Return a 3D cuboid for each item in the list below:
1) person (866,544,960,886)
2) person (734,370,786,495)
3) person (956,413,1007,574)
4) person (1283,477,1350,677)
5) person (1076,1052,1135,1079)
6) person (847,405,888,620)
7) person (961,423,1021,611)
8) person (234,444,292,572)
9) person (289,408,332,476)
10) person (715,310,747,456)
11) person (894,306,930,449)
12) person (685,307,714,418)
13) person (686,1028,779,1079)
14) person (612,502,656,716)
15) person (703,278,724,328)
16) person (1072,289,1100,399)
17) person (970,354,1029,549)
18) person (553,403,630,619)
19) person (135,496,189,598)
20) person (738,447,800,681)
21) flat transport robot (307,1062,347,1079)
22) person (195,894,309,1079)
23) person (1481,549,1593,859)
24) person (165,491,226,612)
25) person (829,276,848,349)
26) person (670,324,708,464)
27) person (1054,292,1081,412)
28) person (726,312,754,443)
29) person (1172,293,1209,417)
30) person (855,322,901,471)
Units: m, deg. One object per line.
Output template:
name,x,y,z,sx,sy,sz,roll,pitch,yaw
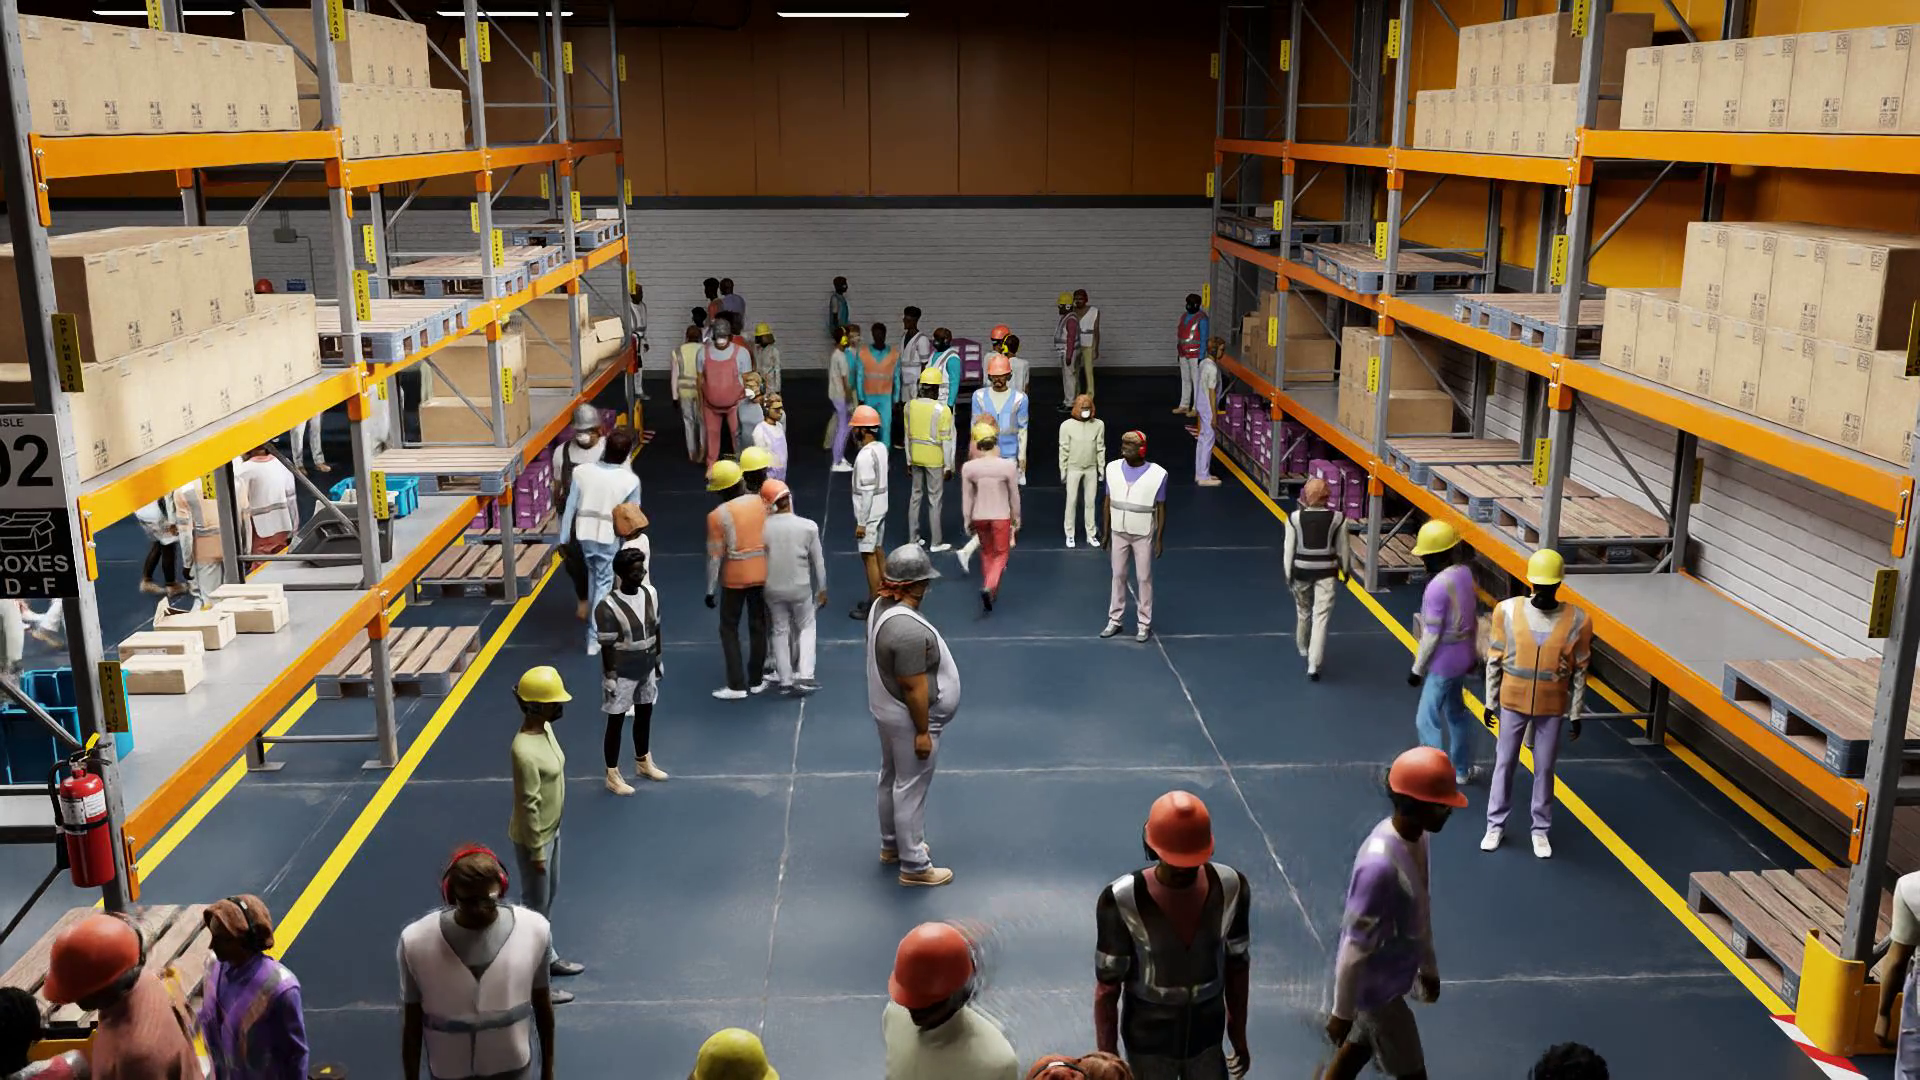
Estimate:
person,-0.266,1.004,9.778,0.537,2.000,0.682,-5,15,-20
person,-2.042,-0.760,16.906,0.630,1.940,0.373,10,17,33
person,0.214,-0.438,16.265,0.564,1.615,0.506,-8,16,-29
person,2.884,0.284,13.487,0.521,1.597,0.848,4,15,17
person,0.459,2.368,5.248,0.282,1.627,0.502,11,18,37
person,-0.832,-0.246,14.888,0.361,1.935,0.553,3,15,13
person,0.276,-0.202,15.146,0.540,1.730,0.695,4,15,15
person,-5.905,-0.050,14.186,0.409,1.909,0.591,7,16,27
person,-8.239,-1.741,20.967,0.429,1.837,0.621,11,18,38
person,-3.013,-2.068,22.019,0.474,1.945,0.629,8,16,27
person,-0.644,-2.170,22.385,0.367,1.966,0.607,-9,17,-33
person,-3.834,-2.612,24.658,0.535,1.697,0.322,5,15,20
person,-0.703,2.320,5.221,0.320,1.737,0.485,4,15,16
person,-2.454,0.513,12.521,0.289,1.632,0.497,1,14,3
person,-3.865,-3.171,26.345,0.371,1.958,0.598,1,14,2
person,1.896,-2.990,25.882,0.578,1.830,0.409,5,15,19
person,0.404,-0.912,17.294,0.607,2.044,0.372,2,14,6
person,-3.227,-0.214,14.561,0.685,2.000,0.539,0,14,2
person,-7.438,-0.245,15.459,0.411,1.662,0.574,-13,19,-41
person,-1.520,0.204,13.209,0.543,1.895,0.595,2,14,6
flat transport robot,-3.039,2.641,6.876,0.652,0.197,1.431,10,18,35
person,-2.649,2.095,6.291,0.512,1.642,0.312,8,17,30
person,3.478,0.985,10.076,0.584,1.928,0.373,5,15,19
person,-6.804,-0.235,14.934,0.592,1.900,0.436,-1,14,-3
person,-1.998,-3.470,27.727,0.344,1.847,0.505,2,14,7
person,-3.424,-1.874,21.554,0.633,1.816,0.731,-1,14,-5
person,1.636,-2.870,25.421,0.403,1.824,0.593,-1,14,-4
person,-3.093,-2.244,22.988,0.508,1.831,0.477,-2,14,-10
person,3.480,-2.788,25.059,0.429,1.846,0.625,-8,16,-29
person,-1.054,-1.873,21.399,0.591,1.893,0.768,-1,14,-4
